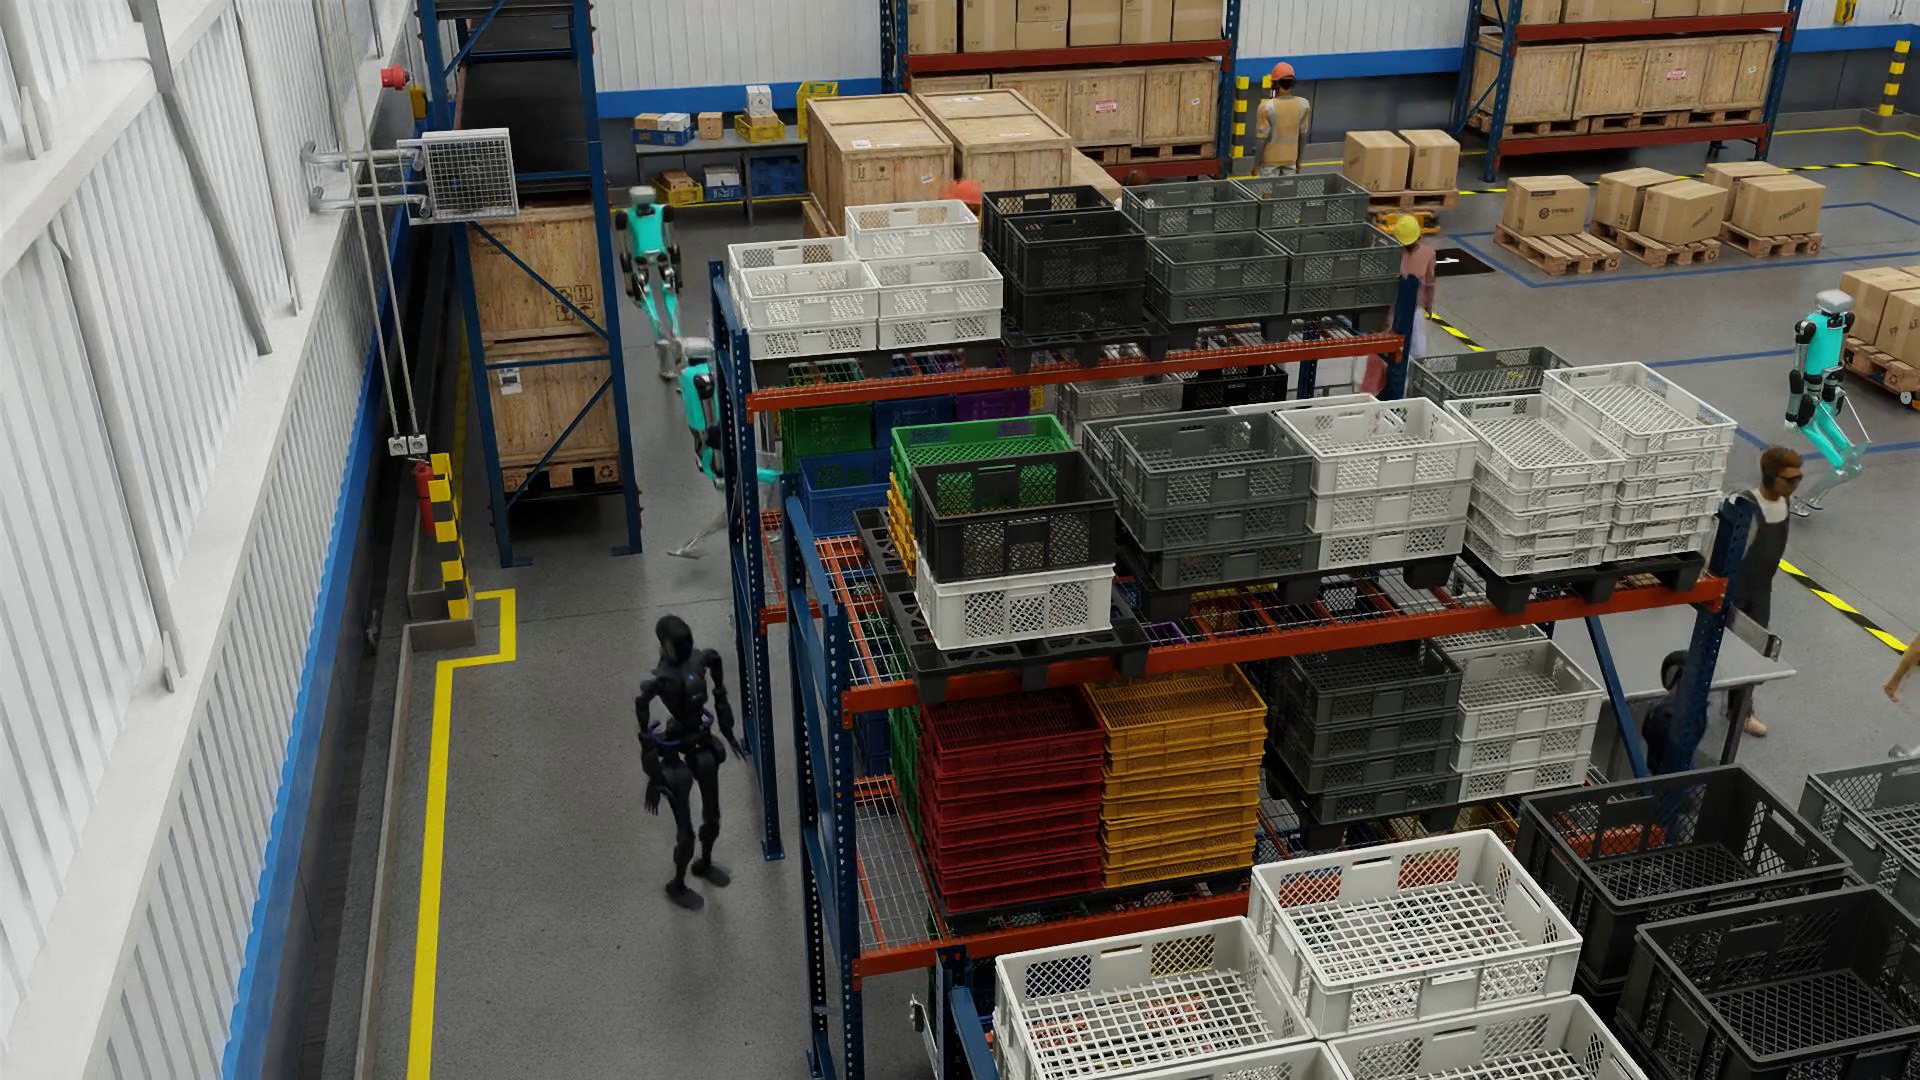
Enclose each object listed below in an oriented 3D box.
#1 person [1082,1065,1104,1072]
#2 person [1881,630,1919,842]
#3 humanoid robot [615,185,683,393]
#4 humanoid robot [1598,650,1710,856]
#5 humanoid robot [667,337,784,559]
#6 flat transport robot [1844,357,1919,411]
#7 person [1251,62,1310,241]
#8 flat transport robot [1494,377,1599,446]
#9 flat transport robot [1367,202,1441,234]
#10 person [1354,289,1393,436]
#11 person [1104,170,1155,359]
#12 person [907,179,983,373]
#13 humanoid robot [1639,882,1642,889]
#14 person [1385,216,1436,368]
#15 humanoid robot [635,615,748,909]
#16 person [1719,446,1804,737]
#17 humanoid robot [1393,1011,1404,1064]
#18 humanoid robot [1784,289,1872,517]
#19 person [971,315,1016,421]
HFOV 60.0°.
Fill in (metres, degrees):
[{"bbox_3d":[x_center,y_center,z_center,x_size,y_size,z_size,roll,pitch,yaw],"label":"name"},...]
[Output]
[{"bbox_3d":[0.384,2.431,5.744,0.524,1.854,0.365,-4,28,-8],"label":"person"},{"bbox_3d":[5.324,0.737,8.994,0.578,1.805,0.840,-1,28,-1],"label":"person"},{"bbox_3d":[-2.618,-2.112,14.566,0.530,1.873,0.802,-12,30,-21],"label":"humanoid robot"},{"bbox_3d":[3.376,1.262,8.175,0.757,1.632,0.600,11,30,20],"label":"humanoid robot"},{"bbox_3d":[-1.598,-0.618,11.671,1.042,1.741,0.549,-13,30,-23],"label":"humanoid robot"},{"bbox_3d":[8.473,-1.467,14.800,0.652,0.197,1.431,-6,28,-12],"label":"flat transport robot"},{"bbox_3d":[3.427,-4.116,17.963,0.605,2.037,0.378,-8,29,-15],"label":"person"},{"bbox_3d":[4.780,-1.036,14.013,0.659,0.231,1.431,-6,28,-12],"label":"flat transport robot"},{"bbox_3d":[5.014,-3.860,19.341,0.652,0.197,1.431,-4,28,-7],"label":"flat transport robot"},{"bbox_3d":[2.873,-0.893,12.014,0.790,1.887,0.593,4,28,8],"label":"person"},{"bbox_3d":[1.538,-2.416,14.943,0.430,1.843,0.624,23,36,37],"label":"person"},{"bbox_3d":[-0.023,-2.240,14.568,1.011,1.878,0.545,1,28,2],"label":"person"},{"bbox_3d":[2.224,1.950,6.628,0.735,1.677,0.533,9,29,16],"label":"humanoid robot"},{"bbox_3d":[3.778,-1.895,14.083,0.554,1.726,0.600,-2,28,-3],"label":"person"},{"bbox_3d":[-1.362,1.090,8.468,0.329,1.651,0.613,23,36,37],"label":"humanoid robot"},{"bbox_3d":[4.611,0.242,9.922,0.514,1.826,0.772,-14,31,-25],"label":"person"},{"bbox_3d":[1.831,2.273,6.155,0.973,1.736,0.540,-4,28,-8],"label":"humanoid robot"},{"bbox_3d":[6.374,-0.940,12.106,0.533,1.681,0.735,-14,31,-25],"label":"humanoid robot"},{"bbox_3d":[0.180,-0.741,11.571,0.777,2.019,0.621,-2,28,-4],"label":"person"}]
